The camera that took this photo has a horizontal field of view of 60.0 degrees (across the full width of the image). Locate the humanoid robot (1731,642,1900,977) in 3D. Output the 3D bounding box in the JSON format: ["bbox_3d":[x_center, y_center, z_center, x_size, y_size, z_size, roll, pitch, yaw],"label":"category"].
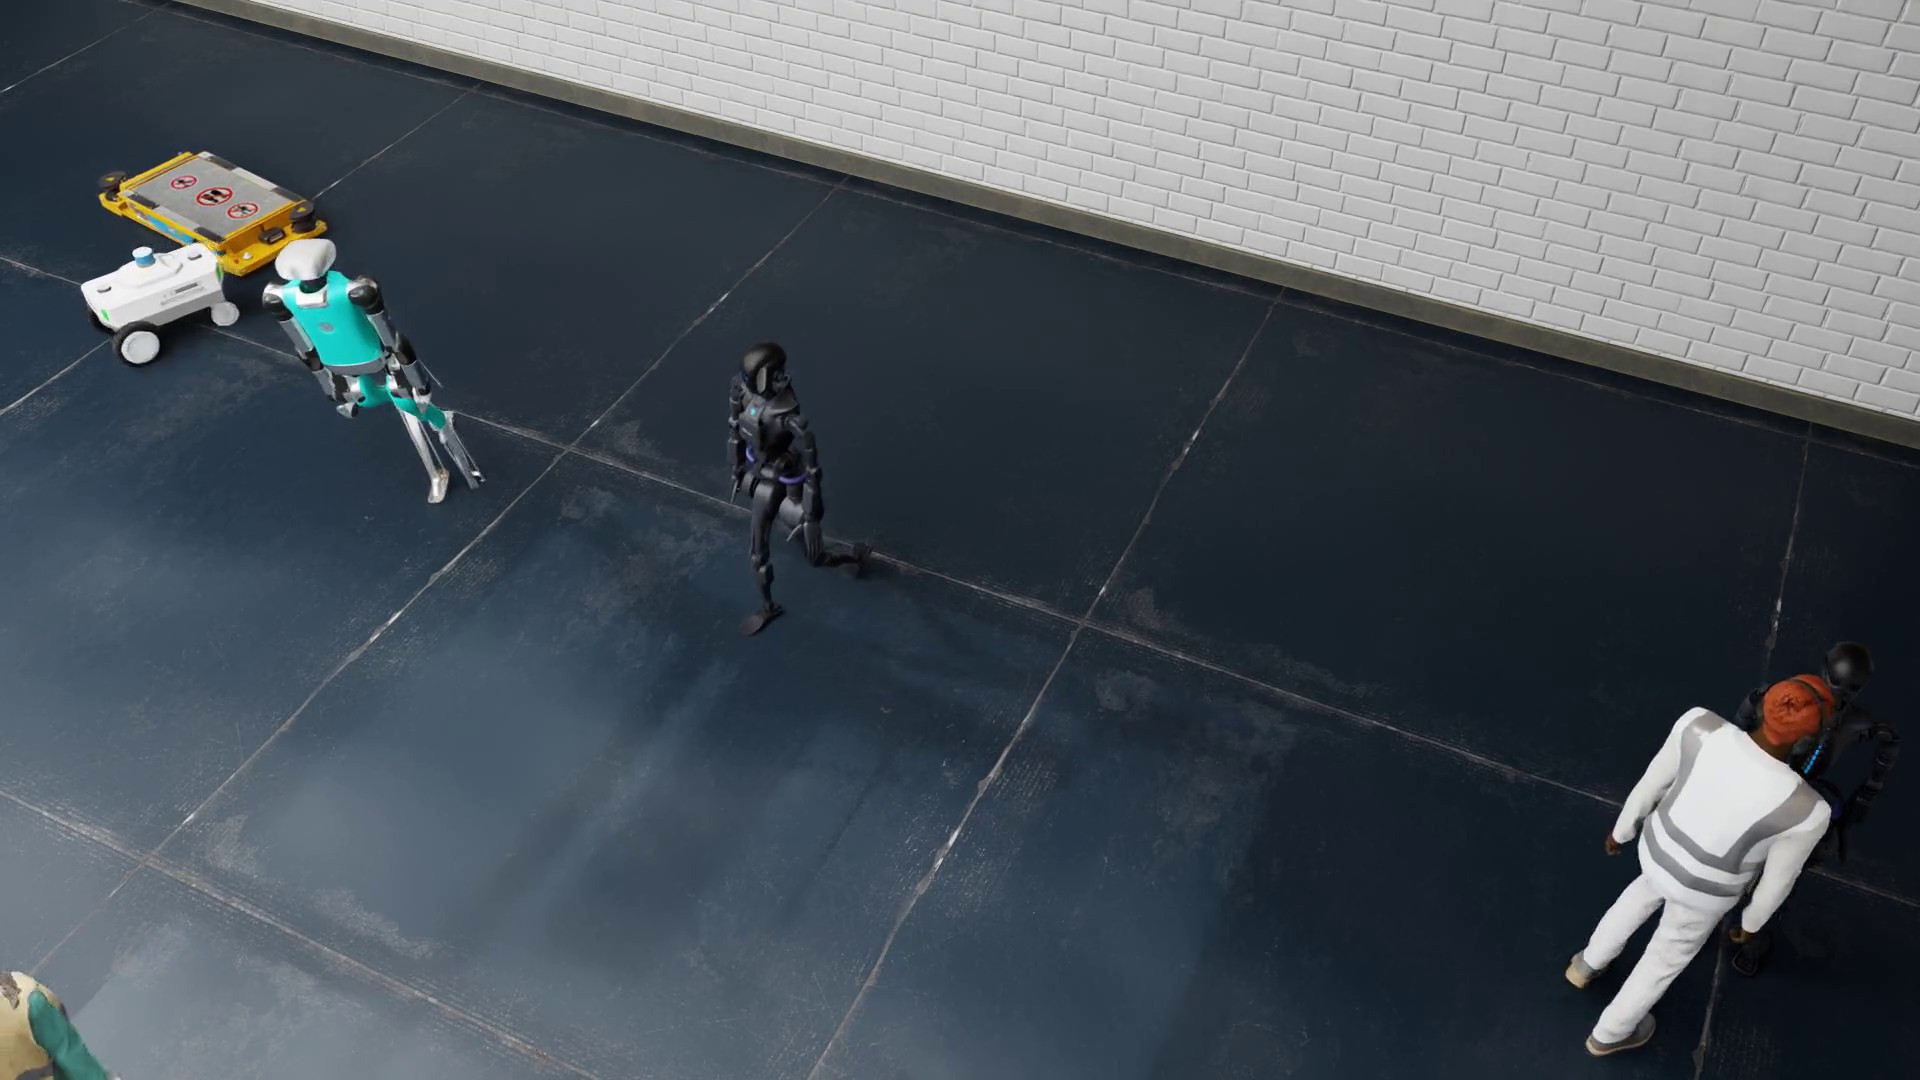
[{"bbox_3d":[3.011,0.990,6.143,0.599,1.653,0.315,18,46,19],"label":"humanoid robot"}]

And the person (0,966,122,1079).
[{"bbox_3d":[-2.996,1.769,5.311,0.513,1.682,0.782,-2,43,-3],"label":"person"}]

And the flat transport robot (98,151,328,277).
[{"bbox_3d":[-4.744,-2.103,10.524,1.431,0.231,0.659,26,49,25],"label":"flat transport robot"}]

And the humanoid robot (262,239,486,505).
[{"bbox_3d":[-2.794,-0.797,8.098,0.625,1.846,0.833,1,43,2],"label":"humanoid robot"}]

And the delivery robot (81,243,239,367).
[{"bbox_3d":[-4.603,-1.408,9.559,0.769,0.587,0.499,-30,50,-28],"label":"delivery robot"}]

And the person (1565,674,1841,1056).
[{"bbox_3d":[2.571,1.166,5.840,0.516,1.851,0.590,-24,48,-24],"label":"person"}]

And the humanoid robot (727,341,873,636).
[{"bbox_3d":[-0.752,-0.298,7.564,0.597,1.626,0.695,31,51,29],"label":"humanoid robot"}]
